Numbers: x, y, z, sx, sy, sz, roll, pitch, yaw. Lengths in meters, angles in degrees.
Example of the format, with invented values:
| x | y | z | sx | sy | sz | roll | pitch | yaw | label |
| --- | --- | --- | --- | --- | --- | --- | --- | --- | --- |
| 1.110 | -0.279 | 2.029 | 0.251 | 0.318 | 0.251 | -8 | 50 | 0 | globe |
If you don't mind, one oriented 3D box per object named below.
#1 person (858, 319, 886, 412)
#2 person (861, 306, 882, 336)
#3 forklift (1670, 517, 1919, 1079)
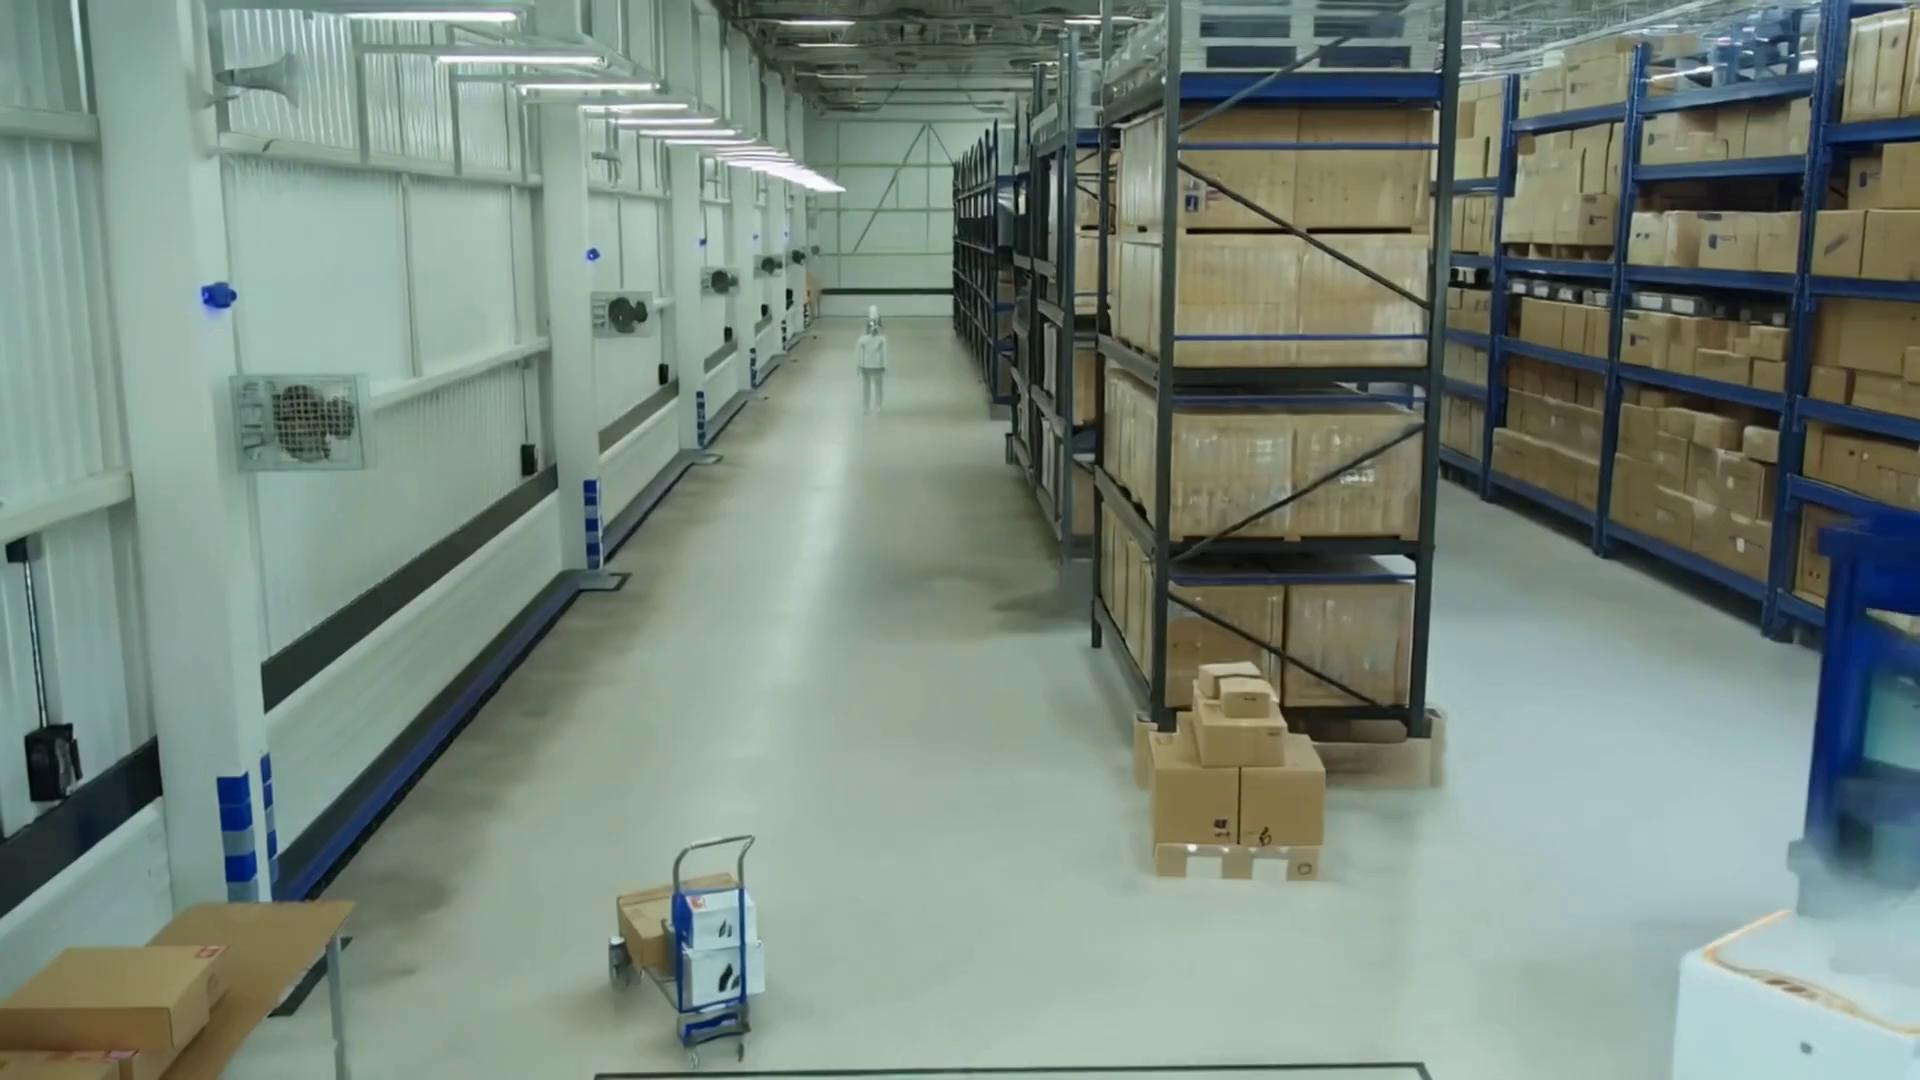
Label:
| x | y | z | sx | sy | sz | roll | pitch | yaw | label |
| --- | --- | --- | --- | --- | --- | --- | --- | --- | --- |
| -1.885 | -3.719 | 35.538 | 0.616 | 1.988 | 0.402 | 1 | 11 | 3 | person |
| -2.260 | -5.069 | 42.767 | 0.586 | 1.911 | 0.398 | -6 | 12 | -28 | person |
| 3.957 | 1.341 | 6.872 | 1.873 | 2.768 | 1.129 | -8 | 13 | -35 | forklift |
